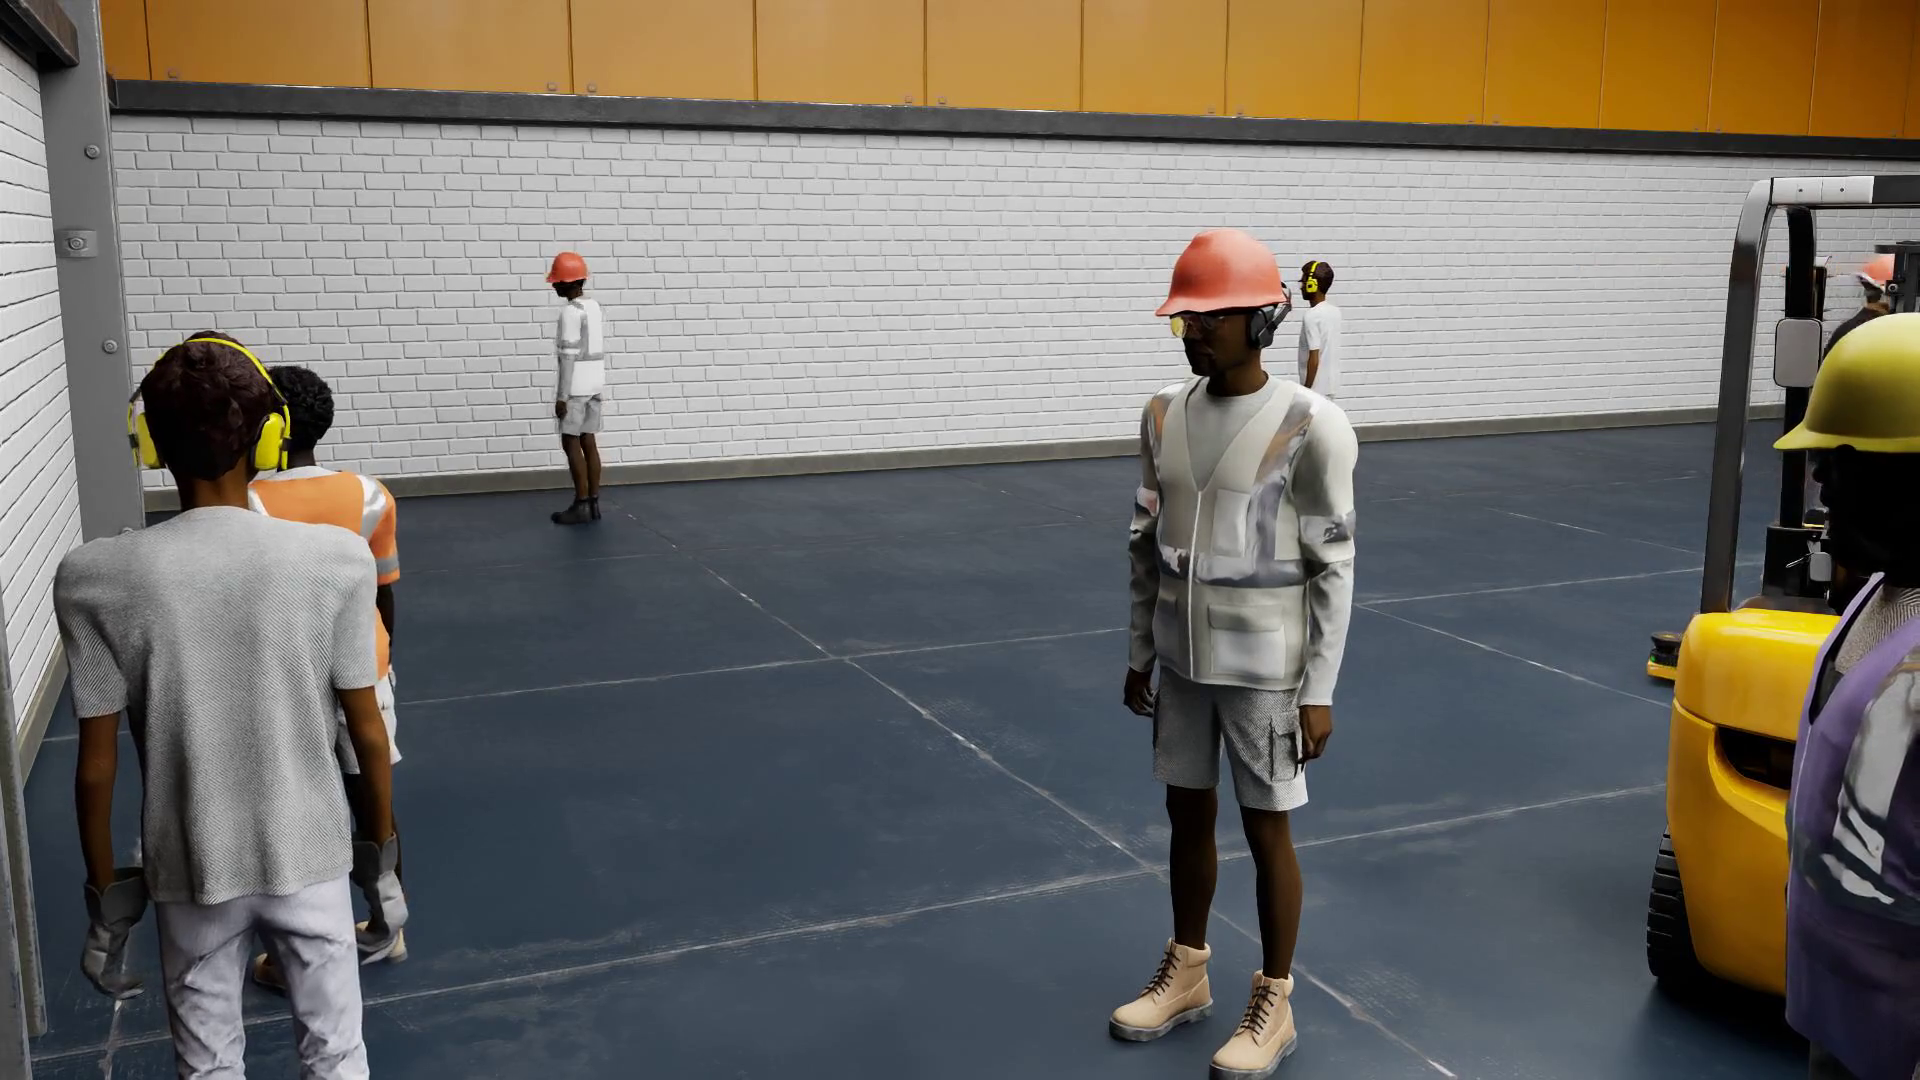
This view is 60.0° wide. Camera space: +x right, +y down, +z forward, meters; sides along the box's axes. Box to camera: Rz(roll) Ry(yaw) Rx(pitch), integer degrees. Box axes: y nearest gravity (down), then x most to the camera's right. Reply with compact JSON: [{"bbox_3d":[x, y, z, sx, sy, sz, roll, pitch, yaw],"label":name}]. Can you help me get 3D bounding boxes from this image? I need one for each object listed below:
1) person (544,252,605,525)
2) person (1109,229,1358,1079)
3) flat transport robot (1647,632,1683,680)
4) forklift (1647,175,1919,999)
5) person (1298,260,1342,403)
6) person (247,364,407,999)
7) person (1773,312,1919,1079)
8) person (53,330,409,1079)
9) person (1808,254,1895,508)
[{"bbox_3d":[-2.717,-1.071,11.859,0.352,1.916,0.583,2,11,13],"label":"person"},{"bbox_3d":[0.628,0.289,4.005,0.391,2.040,0.614,-10,14,-43],"label":"person"},{"bbox_3d":[3.907,0.540,7.503,1.431,0.197,0.652,5,12,28],"label":"flat transport robot"},{"bbox_3d":[2.810,0.094,4.662,1.214,2.155,2.313,7,12,34],"label":"forklift"},{"bbox_3d":[2.480,-1.005,11.625,0.329,1.867,0.513,7,12,33],"label":"person"},{"bbox_3d":[-1.754,0.375,4.509,0.319,1.689,0.538,9,14,42],"label":"person"},{"bbox_3d":[1.288,0.651,2.332,0.376,1.922,0.594,3,11,16],"label":"person"},{"bbox_3d":[-1.223,0.585,2.844,0.521,1.873,0.335,-4,11,-20],"label":"person"},{"bbox_3d":[4.347,-0.426,8.172,0.645,1.966,0.659,0,10,2],"label":"person"}]
